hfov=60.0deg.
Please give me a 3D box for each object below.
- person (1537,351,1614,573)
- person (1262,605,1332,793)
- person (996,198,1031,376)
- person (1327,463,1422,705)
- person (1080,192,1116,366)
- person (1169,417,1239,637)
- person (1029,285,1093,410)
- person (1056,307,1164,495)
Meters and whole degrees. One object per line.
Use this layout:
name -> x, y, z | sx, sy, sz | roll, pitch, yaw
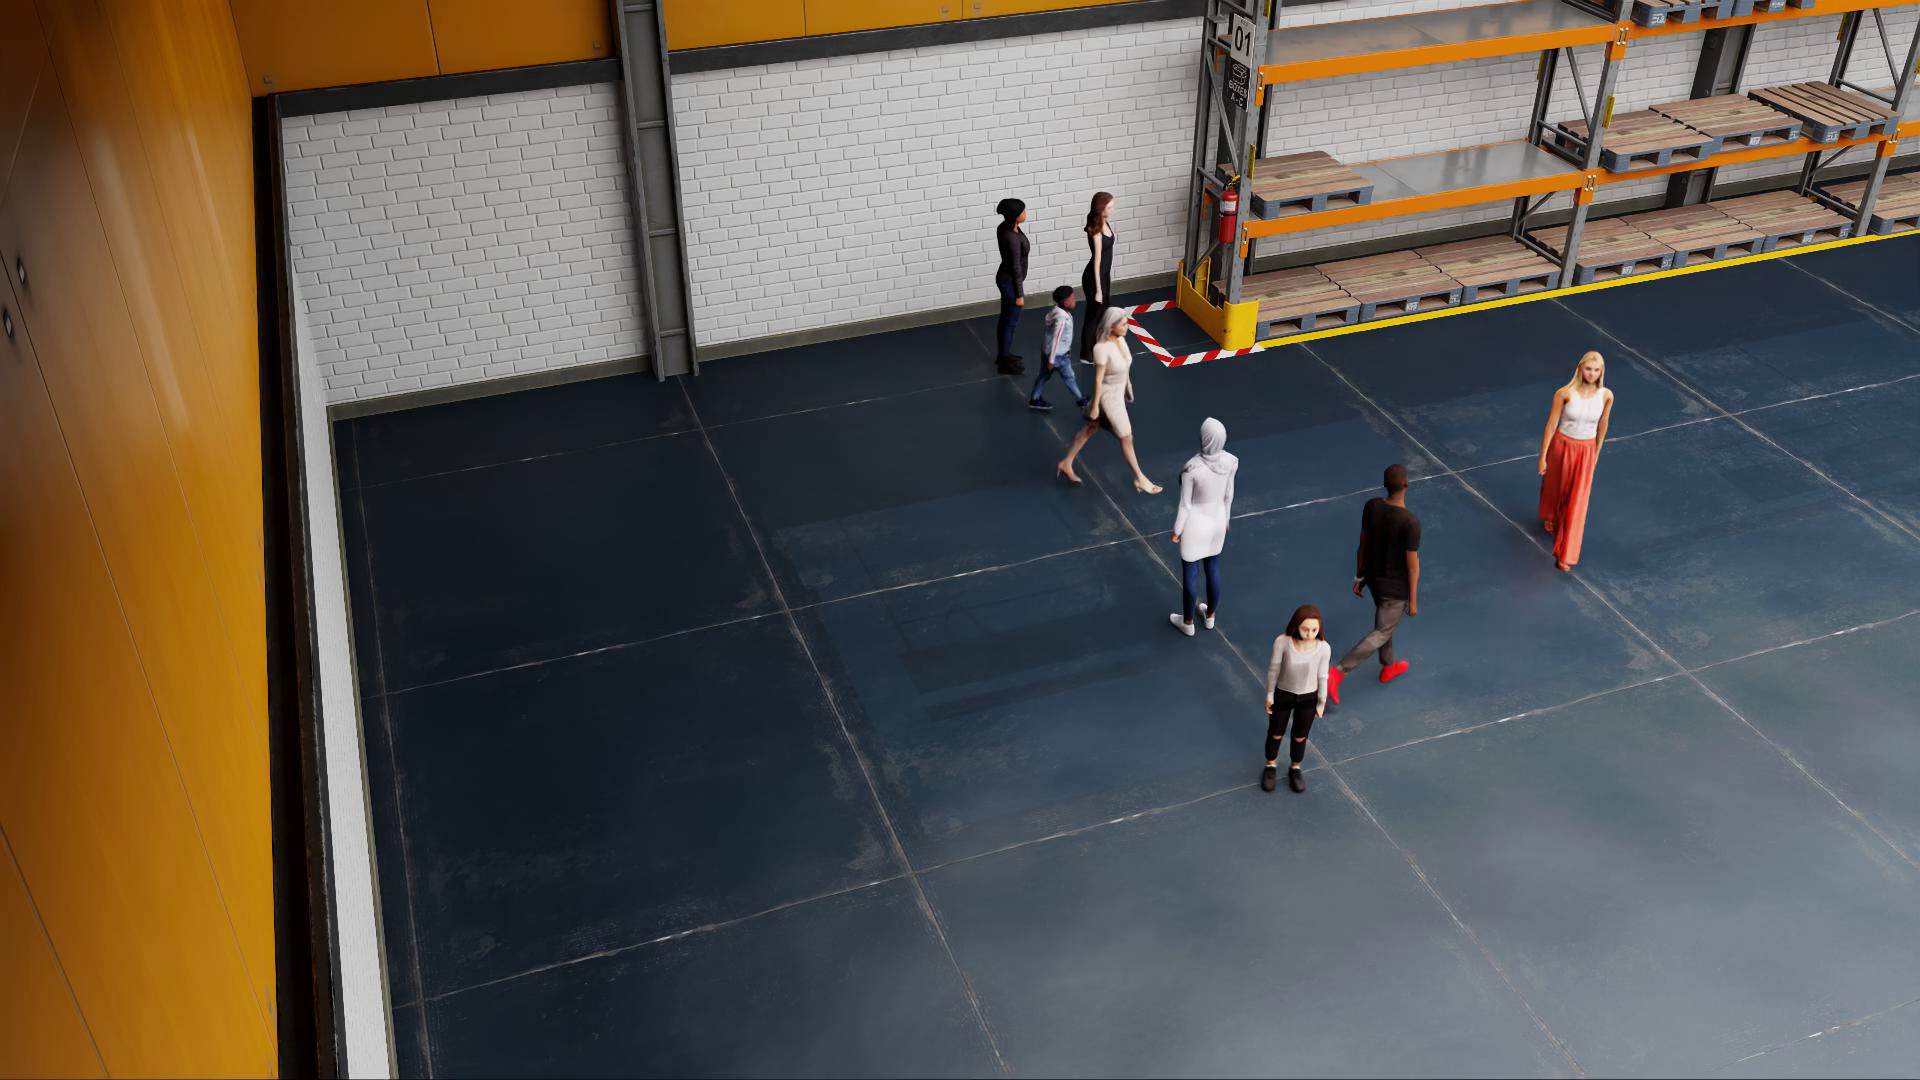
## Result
person -> 4.801, -0.708, 13.144 | 1.292, 1.741, 1.150 | 6, 34, 9
person -> 2.170, 1.009, 10.797 | 0.555, 1.480, 0.672 | 4, 34, 6
person -> 0.463, -2.394, 15.676 | 0.593, 1.746, 0.656 | -5, 34, -8
person -> 2.888, 0.331, 11.555 | 1.160, 1.770, 0.833 | -17, 37, -23
person -> 1.293, -2.497, 15.837 | 0.707, 1.740, 0.675 | 9, 35, 13
person -> 1.780, -0.093, 12.188 | 0.463, 1.775, 0.679 | -13, 36, -18
person -> 0.816, -1.720, 15.134 | 0.922, 1.224, 0.652 | 0, 34, -1
person -> 1.141, -1.141, 13.853 | 1.217, 1.678, 1.107 | 12, 35, 17
